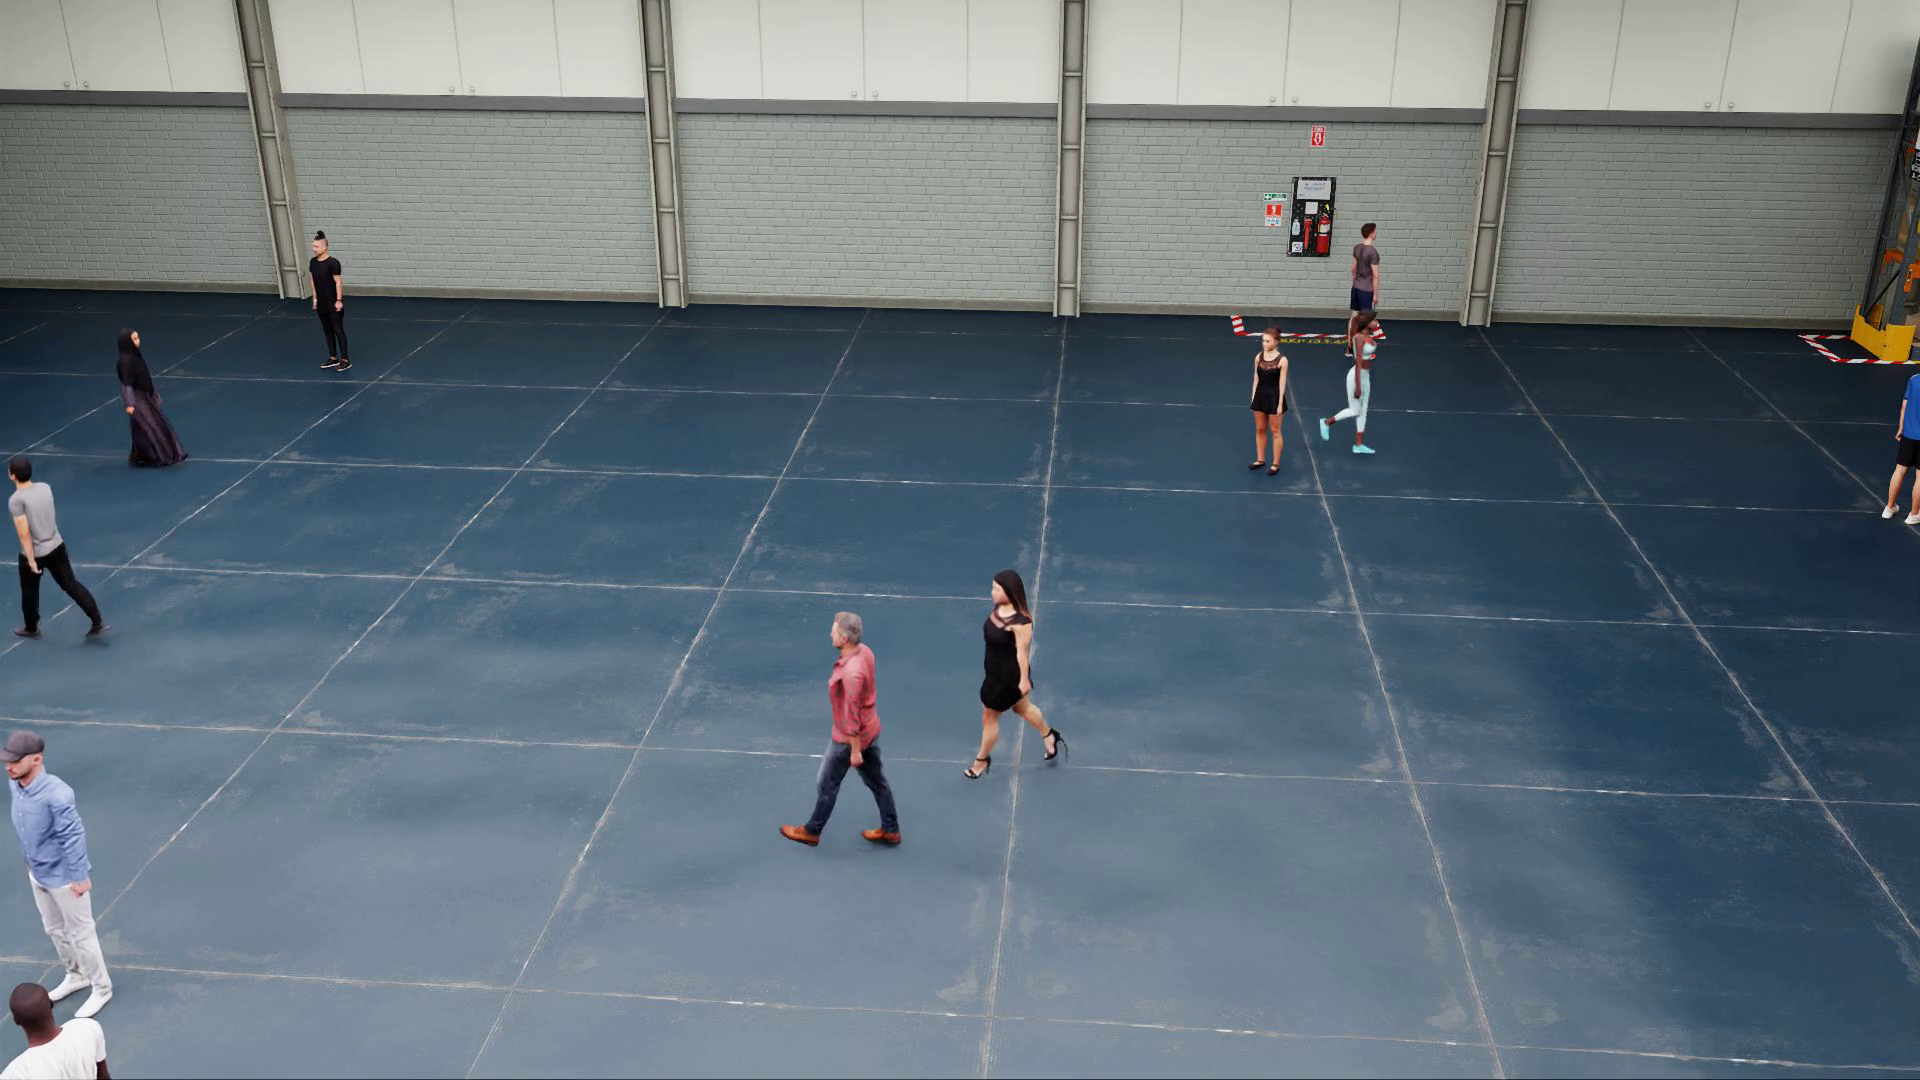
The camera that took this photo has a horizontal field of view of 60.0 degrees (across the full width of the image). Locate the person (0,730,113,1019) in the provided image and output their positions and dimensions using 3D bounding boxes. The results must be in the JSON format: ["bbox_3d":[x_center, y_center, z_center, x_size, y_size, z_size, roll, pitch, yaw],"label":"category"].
[{"bbox_3d":[-5.416,1.963,9.965,0.662,1.887,0.794,13,26,28],"label":"person"}]

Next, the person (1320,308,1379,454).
[{"bbox_3d":[4.508,-1.818,19.076,0.989,1.714,0.810,13,26,27],"label":"person"}]

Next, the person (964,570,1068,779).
[{"bbox_3d":[0.449,1.011,12.468,1.152,1.680,0.893,-6,24,-14],"label":"person"}]

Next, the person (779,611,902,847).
[{"bbox_3d":[-0.633,1.353,11.511,1.104,1.798,0.790,4,23,10],"label":"person"}]

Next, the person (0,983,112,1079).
[{"bbox_3d":[-4.200,2.868,7.906,0.654,1.833,0.720,10,25,22],"label":"person"}]

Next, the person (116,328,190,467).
[{"bbox_3d":[-9.294,-1.588,18.674,0.965,1.605,0.734,-2,23,-6],"label":"person"}]

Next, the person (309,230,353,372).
[{"bbox_3d":[-8.396,-3.199,22.119,0.675,1.874,0.826,12,26,26],"label":"person"}]

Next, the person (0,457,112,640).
[{"bbox_3d":[-7.938,0.108,14.536,1.211,1.724,0.801,7,24,17],"label":"person"}]

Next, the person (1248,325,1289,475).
[{"bbox_3d":[3.455,-1.569,18.538,0.672,1.679,0.749,20,30,39],"label":"person"}]

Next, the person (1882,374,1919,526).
[{"bbox_3d":[9.931,-1.094,17.179,0.796,1.866,0.731,-19,30,-37],"label":"person"}]

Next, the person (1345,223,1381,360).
[{"bbox_3d":[5.476,-3.383,22.579,0.738,1.853,0.731,-12,26,-26],"label":"person"}]
